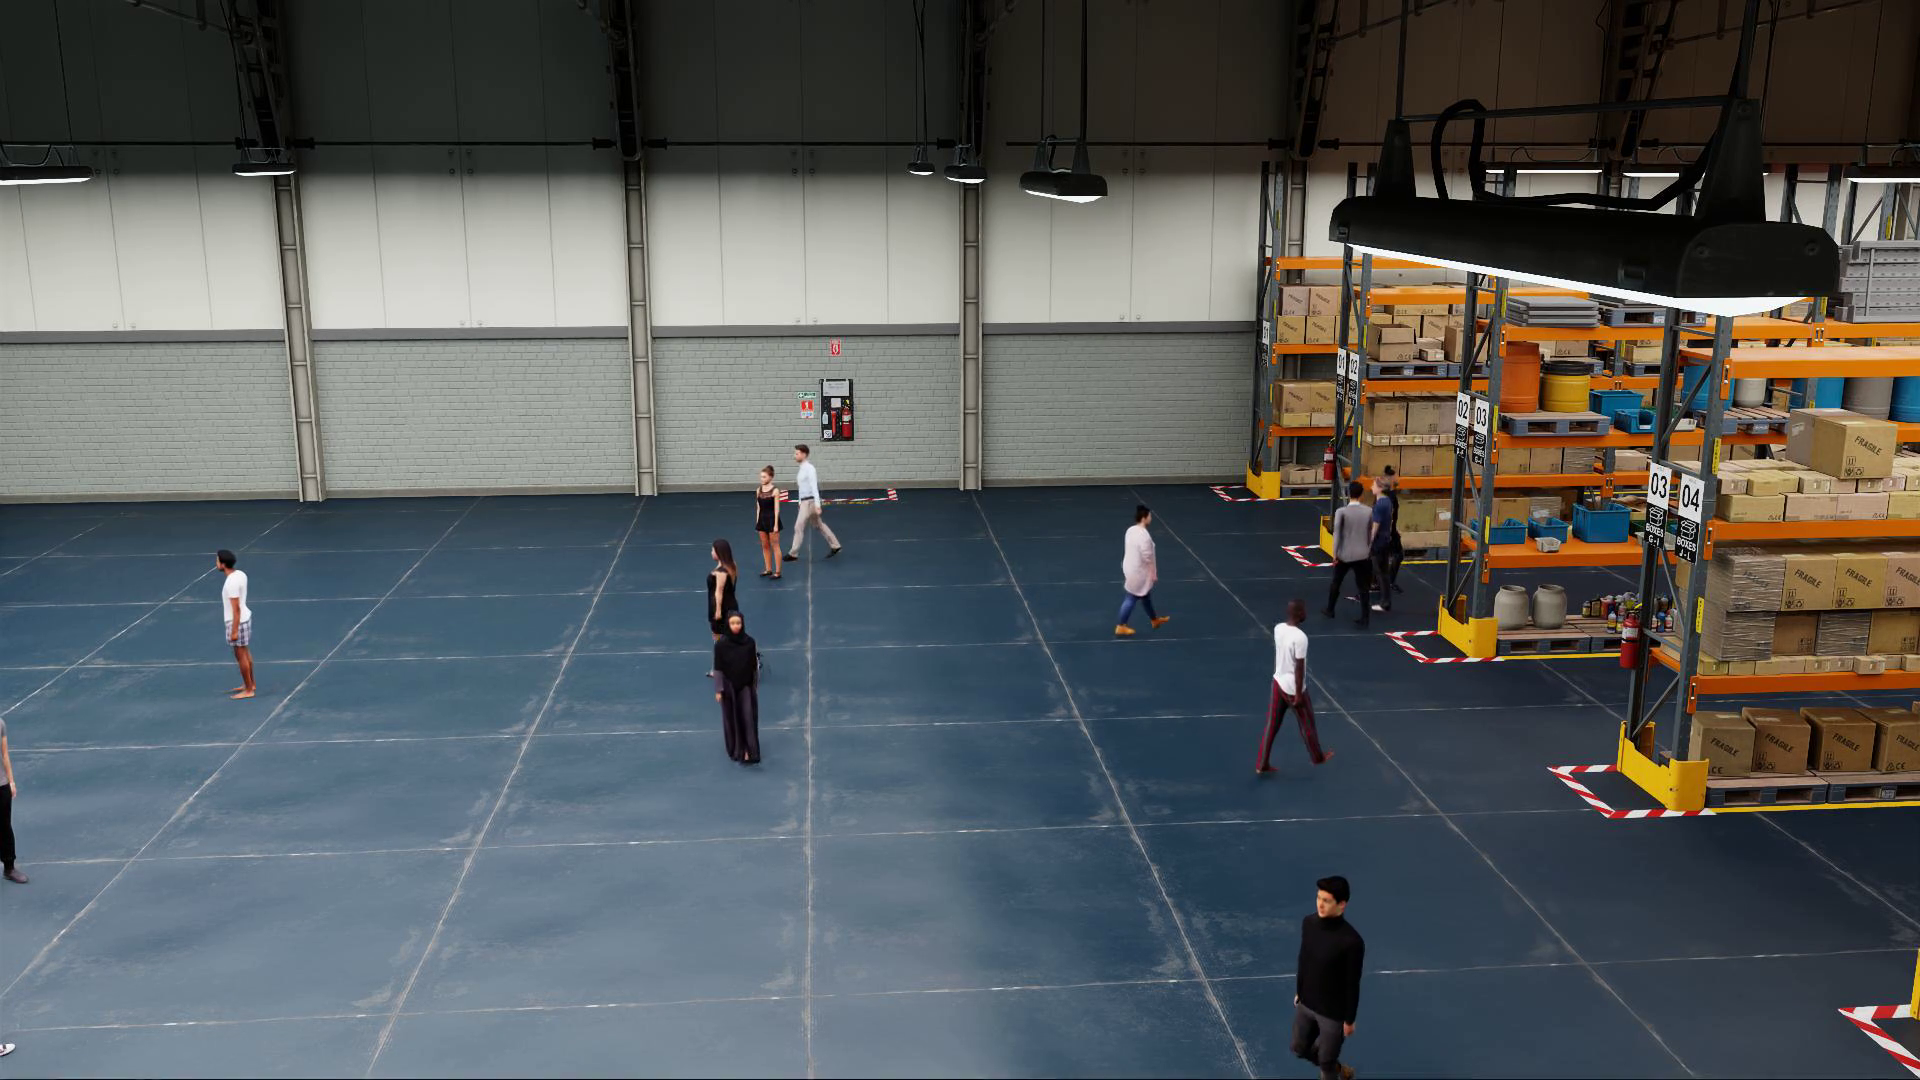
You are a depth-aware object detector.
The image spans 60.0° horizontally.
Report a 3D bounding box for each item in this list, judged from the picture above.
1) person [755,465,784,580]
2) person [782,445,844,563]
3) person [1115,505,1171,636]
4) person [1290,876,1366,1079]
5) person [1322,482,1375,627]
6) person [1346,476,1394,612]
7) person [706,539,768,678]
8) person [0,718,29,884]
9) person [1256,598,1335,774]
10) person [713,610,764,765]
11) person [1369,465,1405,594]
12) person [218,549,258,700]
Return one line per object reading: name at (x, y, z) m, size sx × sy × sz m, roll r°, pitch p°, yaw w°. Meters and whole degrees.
person at (-2.804, -0.269, 24.495) m, size 0.674 × 1.680 × 0.745 m, roll 9°, pitch 16°, yaw 34°
person at (-2.216, -0.541, 25.373) m, size 1.350 × 1.813 × 0.902 m, roll -5°, pitch 14°, yaw -20°
person at (2.218, 0.415, 21.482) m, size 1.085 × 1.706 × 0.801 m, roll -3°, pitch 13°, yaw -14°
person at (2.378, 2.925, 10.618) m, size 0.930 × 1.717 × 0.845 m, roll -8°, pitch 15°, yaw -32°
person at (5.245, 0.214, 21.961) m, size 1.073 × 1.882 × 0.877 m, roll -3°, pitch 13°, yaw -11°
person at (5.799, 0.064, 22.676) m, size 1.040 × 1.853 × 0.927 m, roll 6°, pitch 14°, yaw 24°
person at (-2.702, 0.852, 19.626) m, size 1.031 × 1.693 × 0.771 m, roll 2°, pitch 13°, yaw 6°
person at (-8.273, 2.099, 14.104) m, size 0.753 × 1.755 × 0.704 m, roll 10°, pitch 16°, yaw 36°
person at (3.211, 1.500, 16.621) m, size 1.208 × 1.786 × 0.940 m, roll -6°, pitch 15°, yaw -26°
person at (-2.298, 1.479, 17.106) m, size 0.947 × 1.607 × 0.773 m, roll -3°, pitch 13°, yaw -14°
person at (5.963, -0.140, 23.568) m, size 0.709 × 1.848 × 0.714 m, roll -1°, pitch 13°, yaw -4°
person at (-8.305, 0.946, 19.132) m, size 0.554 × 1.731 × 0.648 m, roll -3°, pitch 13°, yaw -12°
